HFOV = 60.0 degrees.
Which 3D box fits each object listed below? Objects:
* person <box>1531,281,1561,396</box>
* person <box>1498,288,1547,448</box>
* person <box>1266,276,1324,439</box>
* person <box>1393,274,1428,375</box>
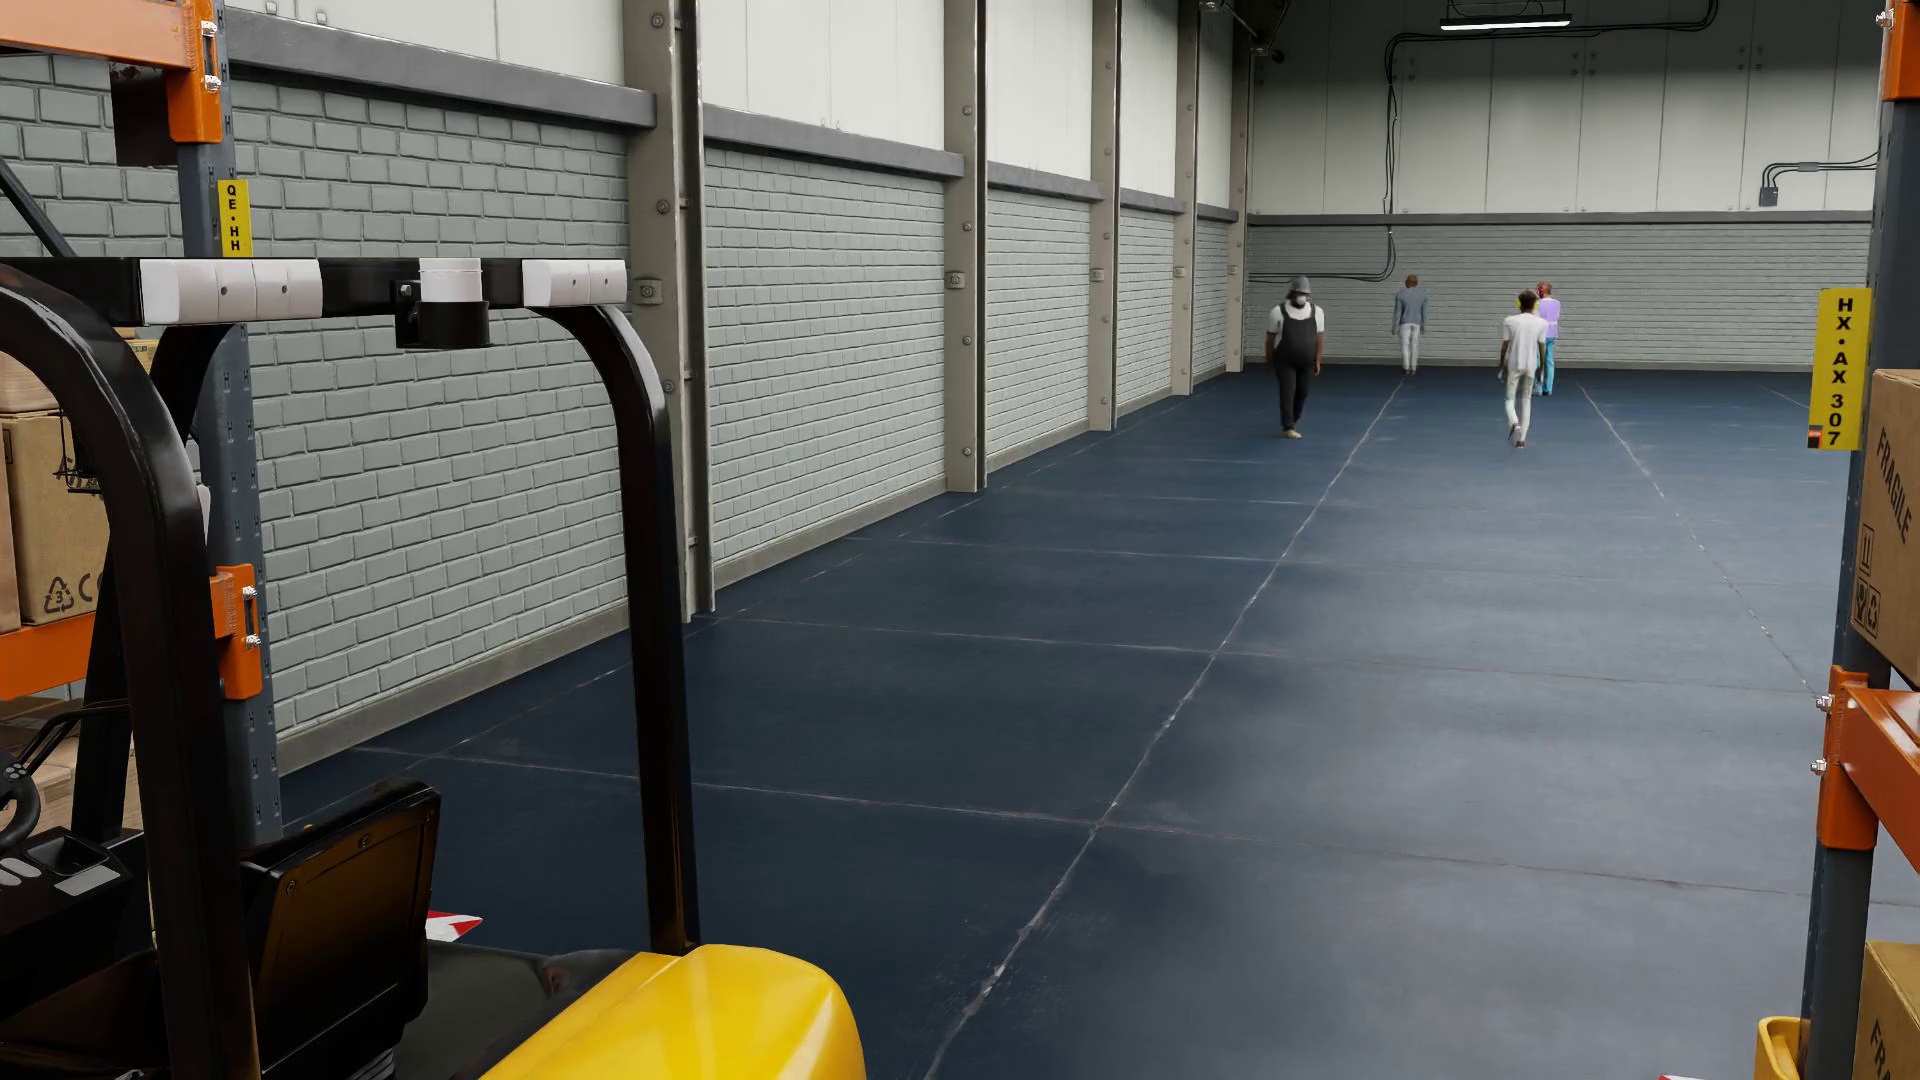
[{"bbox_3d":[9.375,-3.220,26.742,0.571,1.846,0.426,-5,11,-29],"label":"person"},{"bbox_3d":[6.489,-1.964,19.187,0.510,1.860,0.565,2,10,11],"label":"person"},{"bbox_3d":[4.121,-2.291,20.586,0.685,2.000,0.881,-1,10,-6],"label":"person"},{"bbox_3d":[8.607,-4.120,31.820,0.631,1.945,0.415,-1,10,-6],"label":"person"}]
